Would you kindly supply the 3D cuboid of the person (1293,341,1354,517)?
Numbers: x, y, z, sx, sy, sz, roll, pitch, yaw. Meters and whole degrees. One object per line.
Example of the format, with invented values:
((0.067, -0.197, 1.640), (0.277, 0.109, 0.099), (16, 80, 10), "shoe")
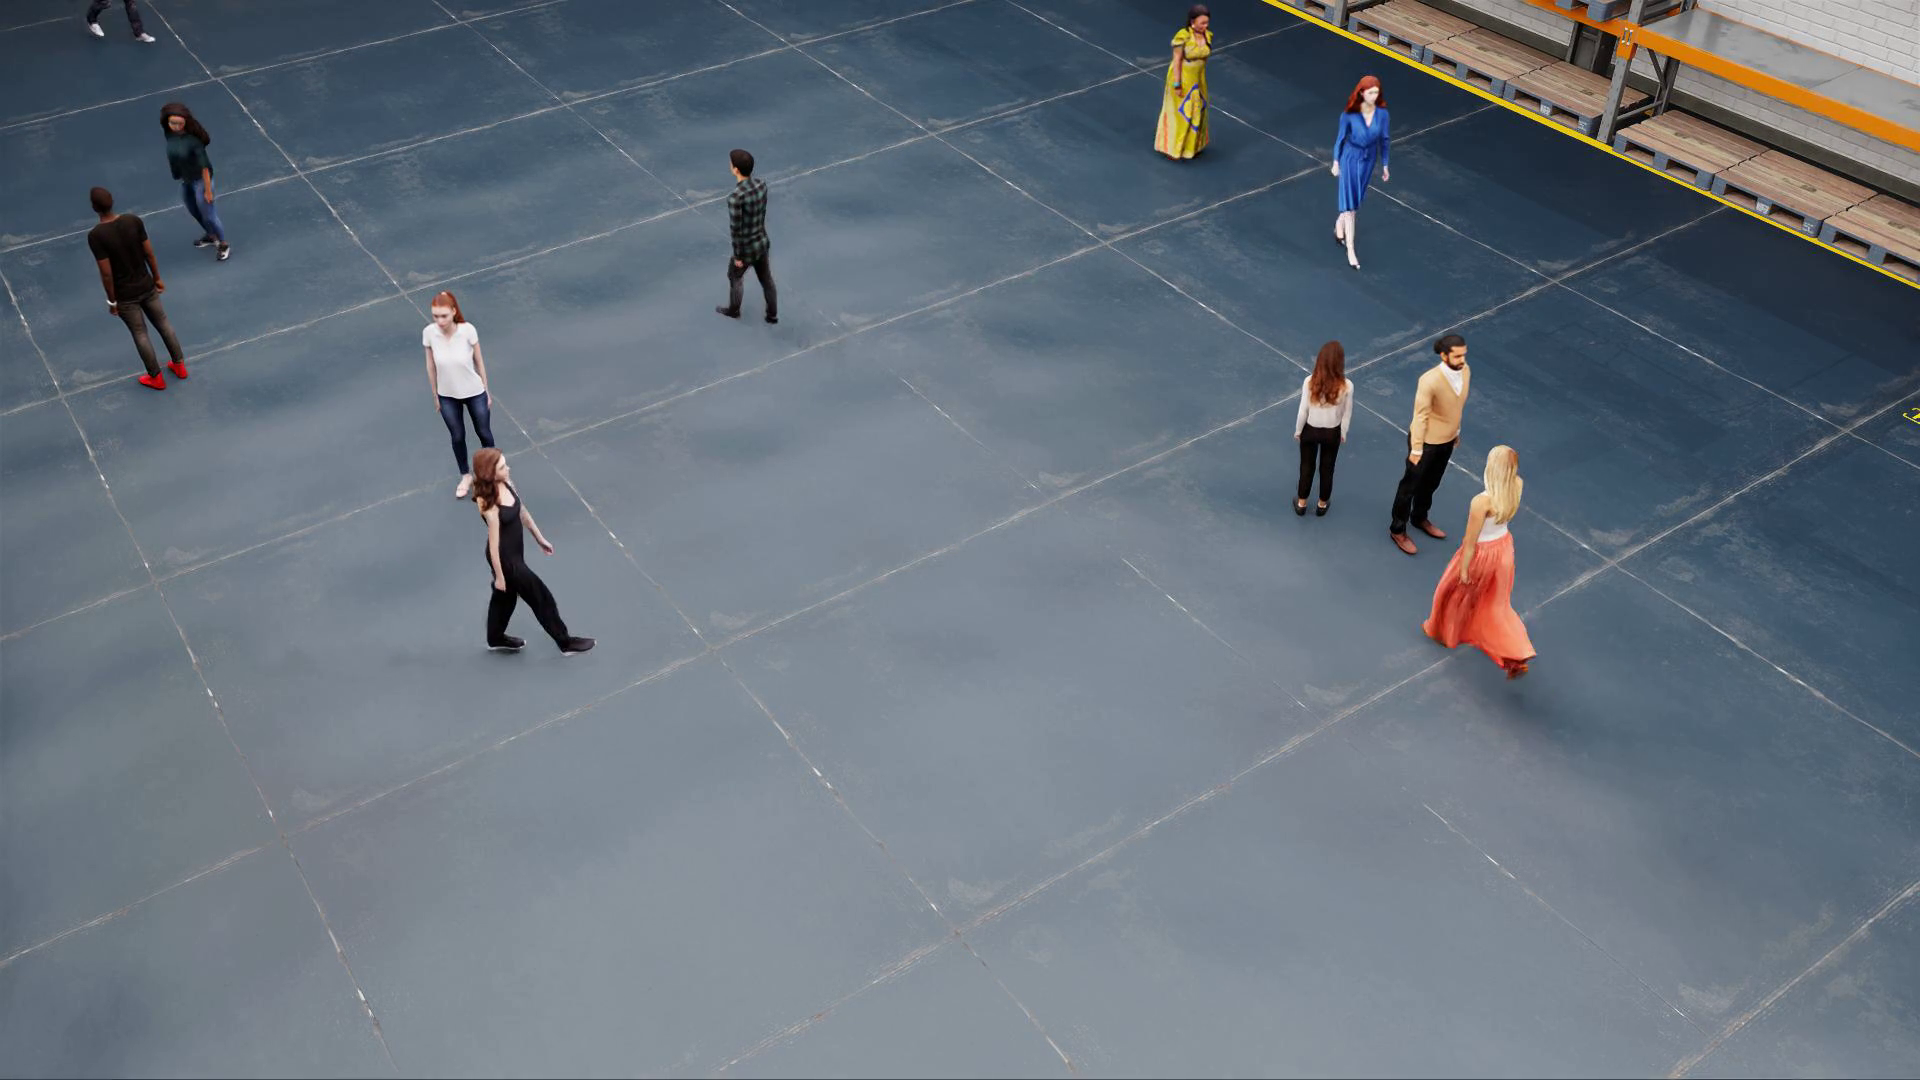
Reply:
((2.705, -0.813, 12.427), (0.601, 1.483, 0.665), (7, 39, 9), "person")

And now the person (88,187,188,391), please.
((-6.842, -2.089, 13.766), (0.651, 1.805, 0.716), (24, 44, 27), "person")

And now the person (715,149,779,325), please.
((-1.797, -2.590, 14.621), (0.973, 1.696, 0.864), (25, 45, 28), "person")

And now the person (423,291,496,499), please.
((-3.763, -1.108, 12.592), (0.642, 1.738, 0.656), (-5, 39, -7), "person")

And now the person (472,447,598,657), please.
((-3.113, 0.105, 11.092), (0.982, 1.714, 1.032), (-2, 39, -2), "person")

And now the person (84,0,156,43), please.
((-10.175, -6.779, 19.623), (1.213, 1.825, 1.044), (14, 41, 17), "person")

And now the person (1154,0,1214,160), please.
((2.346, -4.751, 17.225), (0.811, 1.649, 0.711), (-25, 45, -28), "person")

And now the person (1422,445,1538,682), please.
((3.526, 0.178, 10.949), (0.700, 1.778, 1.146), (-19, 42, -22), "person")

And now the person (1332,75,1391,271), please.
((3.688, -3.500, 15.551), (0.957, 1.783, 1.210), (-6, 39, -8), "person")

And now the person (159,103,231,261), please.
((-7.128, -3.366, 15.537), (0.762, 1.590, 0.895), (27, 46, 30), "person")

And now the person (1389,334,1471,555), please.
((3.440, -0.732, 12.107), (0.651, 1.754, 0.576), (-25, 45, -28), "person")
